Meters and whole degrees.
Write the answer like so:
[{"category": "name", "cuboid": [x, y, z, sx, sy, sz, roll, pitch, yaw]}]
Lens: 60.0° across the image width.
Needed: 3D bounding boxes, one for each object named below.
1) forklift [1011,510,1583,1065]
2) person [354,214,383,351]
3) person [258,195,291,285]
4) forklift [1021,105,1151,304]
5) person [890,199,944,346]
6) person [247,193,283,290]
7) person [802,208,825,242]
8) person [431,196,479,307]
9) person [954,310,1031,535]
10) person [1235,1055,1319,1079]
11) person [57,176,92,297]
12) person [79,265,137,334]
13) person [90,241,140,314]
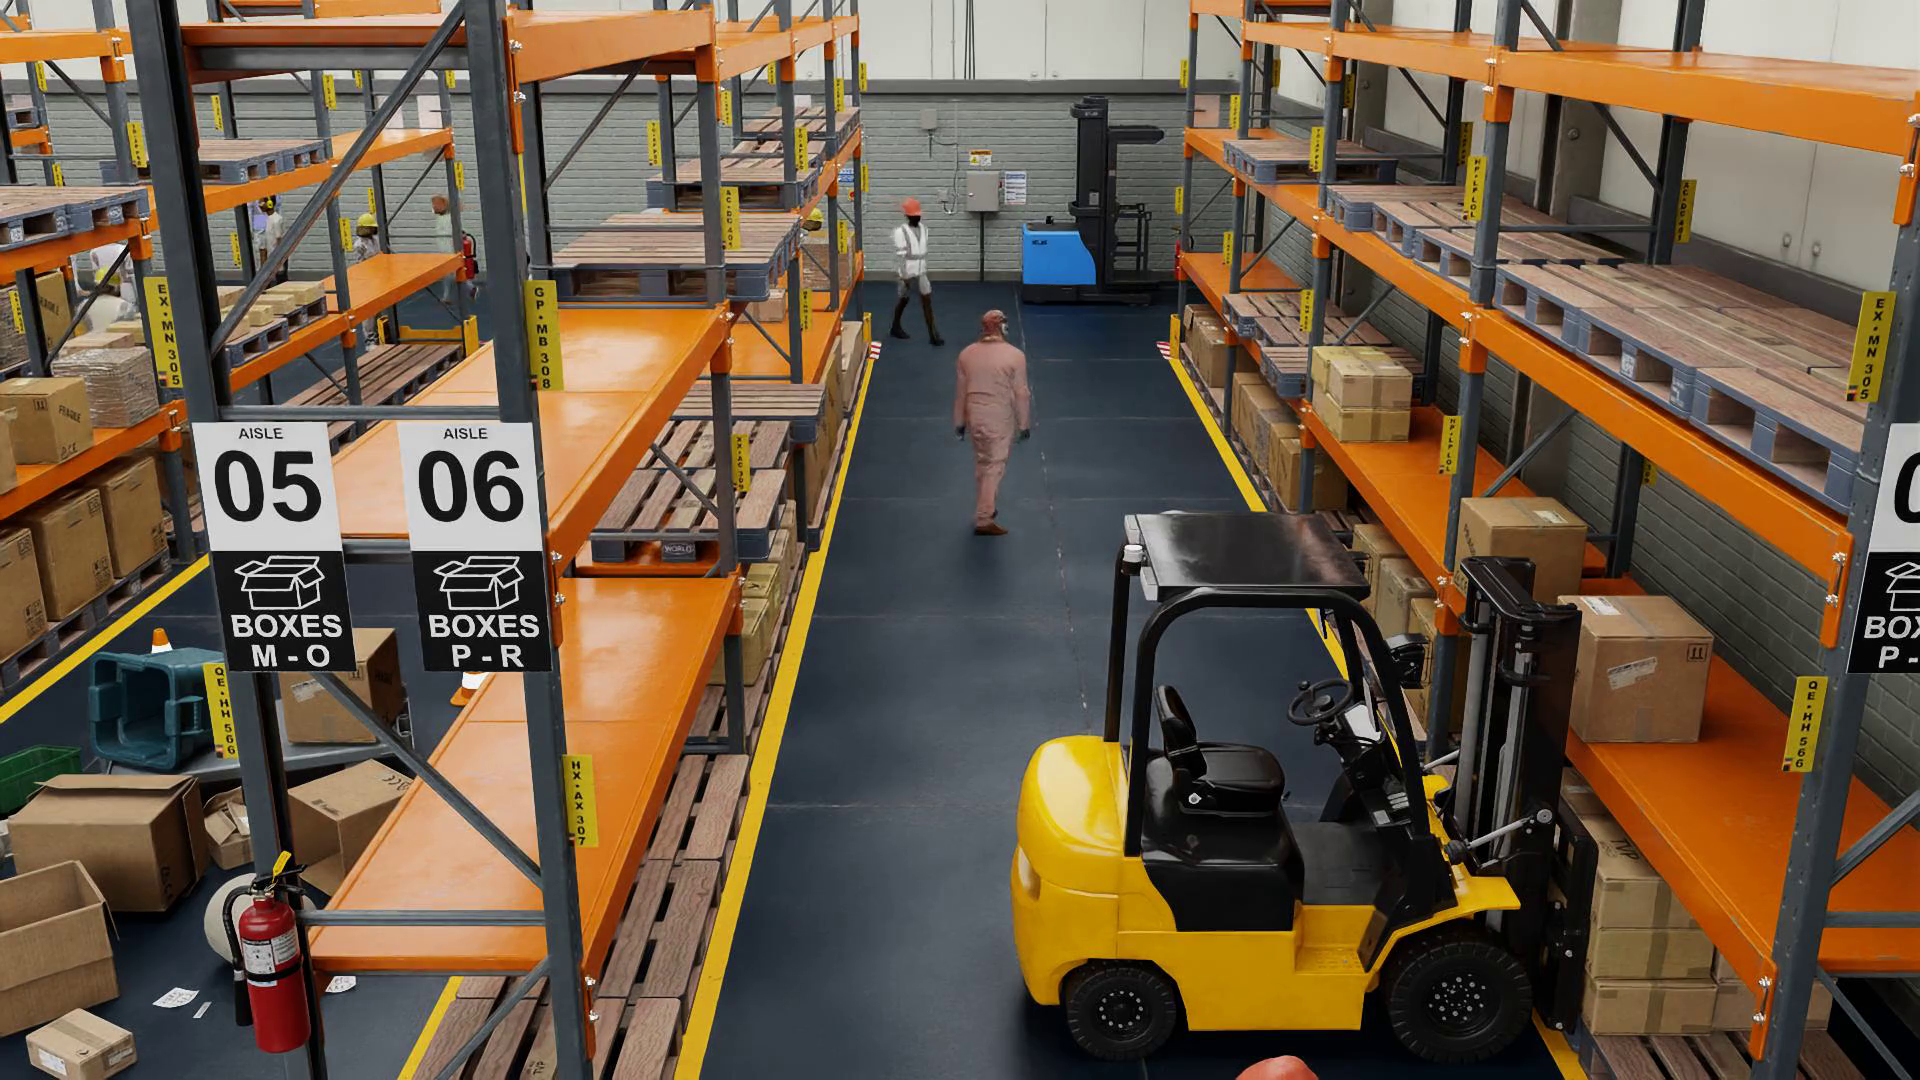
[{"category": "forklift", "cuboid": [1.387, 1.055, 7.378, 2.313, 2.155, 1.214, 0, 18, 0]}, {"category": "person", "cuboid": [-7.475, -3.282, 21.199, 0.306, 1.741, 0.493, 3, 19, 10]}, {"category": "person", "cuboid": [-9.255, -3.801, 22.596, 0.340, 1.858, 0.505, -11, 21, -30]}, {"category": "forklift", "cuboid": [1.857, -4.944, 24.441, 1.873, 2.768, 1.129, 0, 18, 0]}, {"category": "person", "cuboid": [-0.613, -3.495, 21.636, 0.567, 1.886, 0.966, -15, 24, -38]}, {"category": "person", "cuboid": [-10.675, -4.827, 25.563, 0.545, 1.939, 0.354, -13, 22, -34]}, {"category": "person", "cuboid": [-1.907, -3.474, 21.803, 0.323, 1.731, 0.490, -1, 18, -3]}, {"category": "person", "cuboid": [-7.381, -4.183, 24.129, 0.560, 1.615, 0.493, -6, 19, -19]}, {"category": "person", "cuboid": [0.239, -0.994, 14.111, 0.664, 1.871, 0.688, 12, 22, 32]}, {"category": "person", "cuboid": [0.750, 2.189, 4.178, 0.366, 2.048, 0.610, -9, 20, -25]}, {"category": "person", "cuboid": [-13.436, -4.579, 24.964, 0.625, 1.846, 0.429, 16, 24, 40]}, {"category": "person", "cuboid": [-8.548, -1.863, 16.813, 0.592, 1.808, 0.787, 0, 18, -1]}, {"category": "person", "cuboid": [-9.895, -2.858, 19.631, 0.543, 1.929, 0.387, 2, 18, 5]}]
